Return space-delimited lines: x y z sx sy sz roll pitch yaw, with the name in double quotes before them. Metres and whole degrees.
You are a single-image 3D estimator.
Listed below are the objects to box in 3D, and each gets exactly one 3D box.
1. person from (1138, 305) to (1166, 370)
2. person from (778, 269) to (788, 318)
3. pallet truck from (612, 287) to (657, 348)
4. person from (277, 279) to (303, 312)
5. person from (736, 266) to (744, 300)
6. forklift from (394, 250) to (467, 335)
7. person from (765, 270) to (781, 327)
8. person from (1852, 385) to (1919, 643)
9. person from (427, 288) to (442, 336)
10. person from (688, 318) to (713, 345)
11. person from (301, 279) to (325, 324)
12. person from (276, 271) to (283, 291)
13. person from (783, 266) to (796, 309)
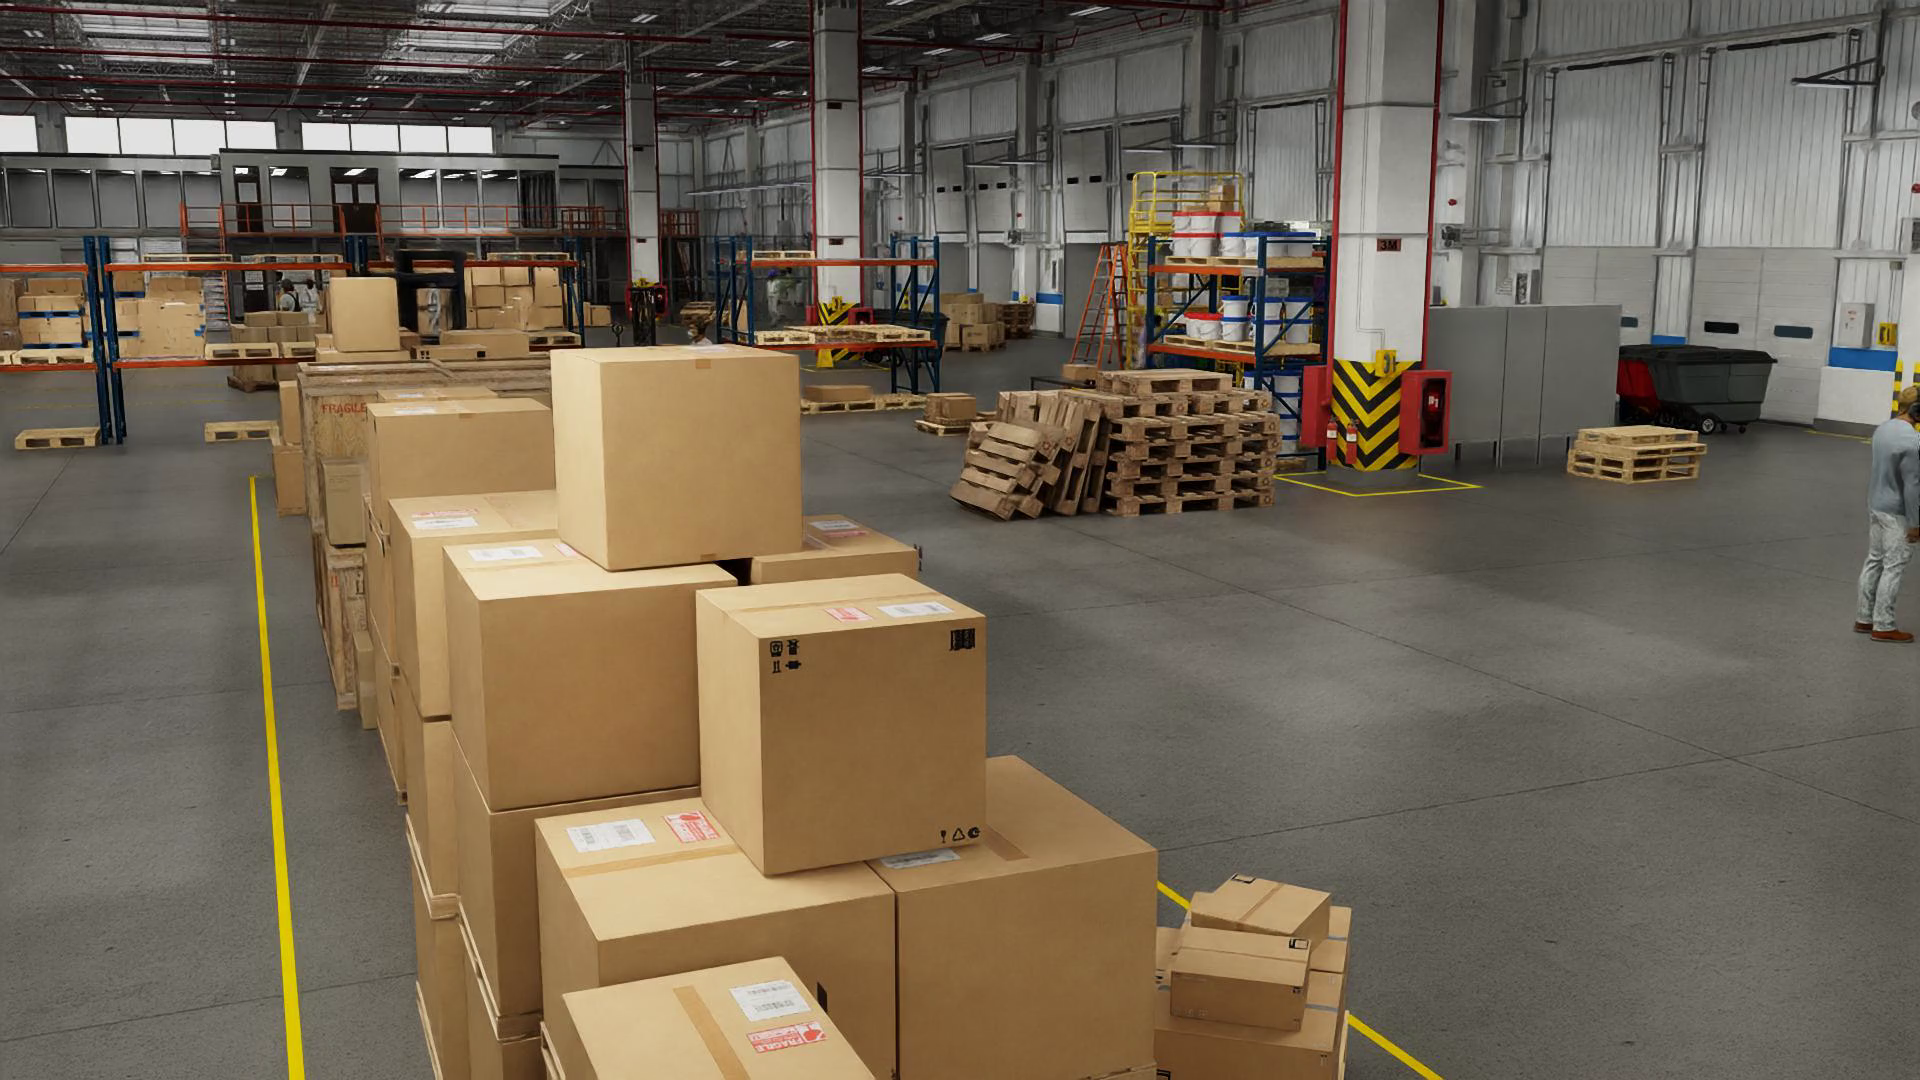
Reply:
"person" 3.151 -2.913 27.426 0.456 1.913 0.594 5 12 28
"person" -6.749 -9.382 63.249 0.446 1.846 0.574 8 13 36
"pallet truck" -6.464 -4.406 35.401 0.823 1.965 1.885 6 12 32
"person" -16.214 -5.294 40.180 0.536 2.000 0.688 3 11 14
"person" -8.158 -9.060 61.125 0.464 1.977 0.627 -4 11 -22
"forklift" -7.404 -2.690 23.512 1.129 2.768 1.873 1 10 6
"person" -6.329 -8.136 56.146 0.639 1.926 0.464 9 13 40
"person" 6.959 -0.190 12.374 0.367 1.926 0.638 1 10 4
"person" -14.065 -6.000 44.504 0.360 1.882 0.575 -7 13 -36
"person" -3.494 -2.022 22.424 0.371 1.941 0.627 -6 12 -31
"person" -19.082 -6.769 48.923 1.009 1.832 0.587 3 11 14
"person" -22.198 -7.816 54.408 0.392 1.922 0.592 0 10 2
"person" -7.322 -10.820 71.262 0.626 1.824 0.662 -7 13 -35
